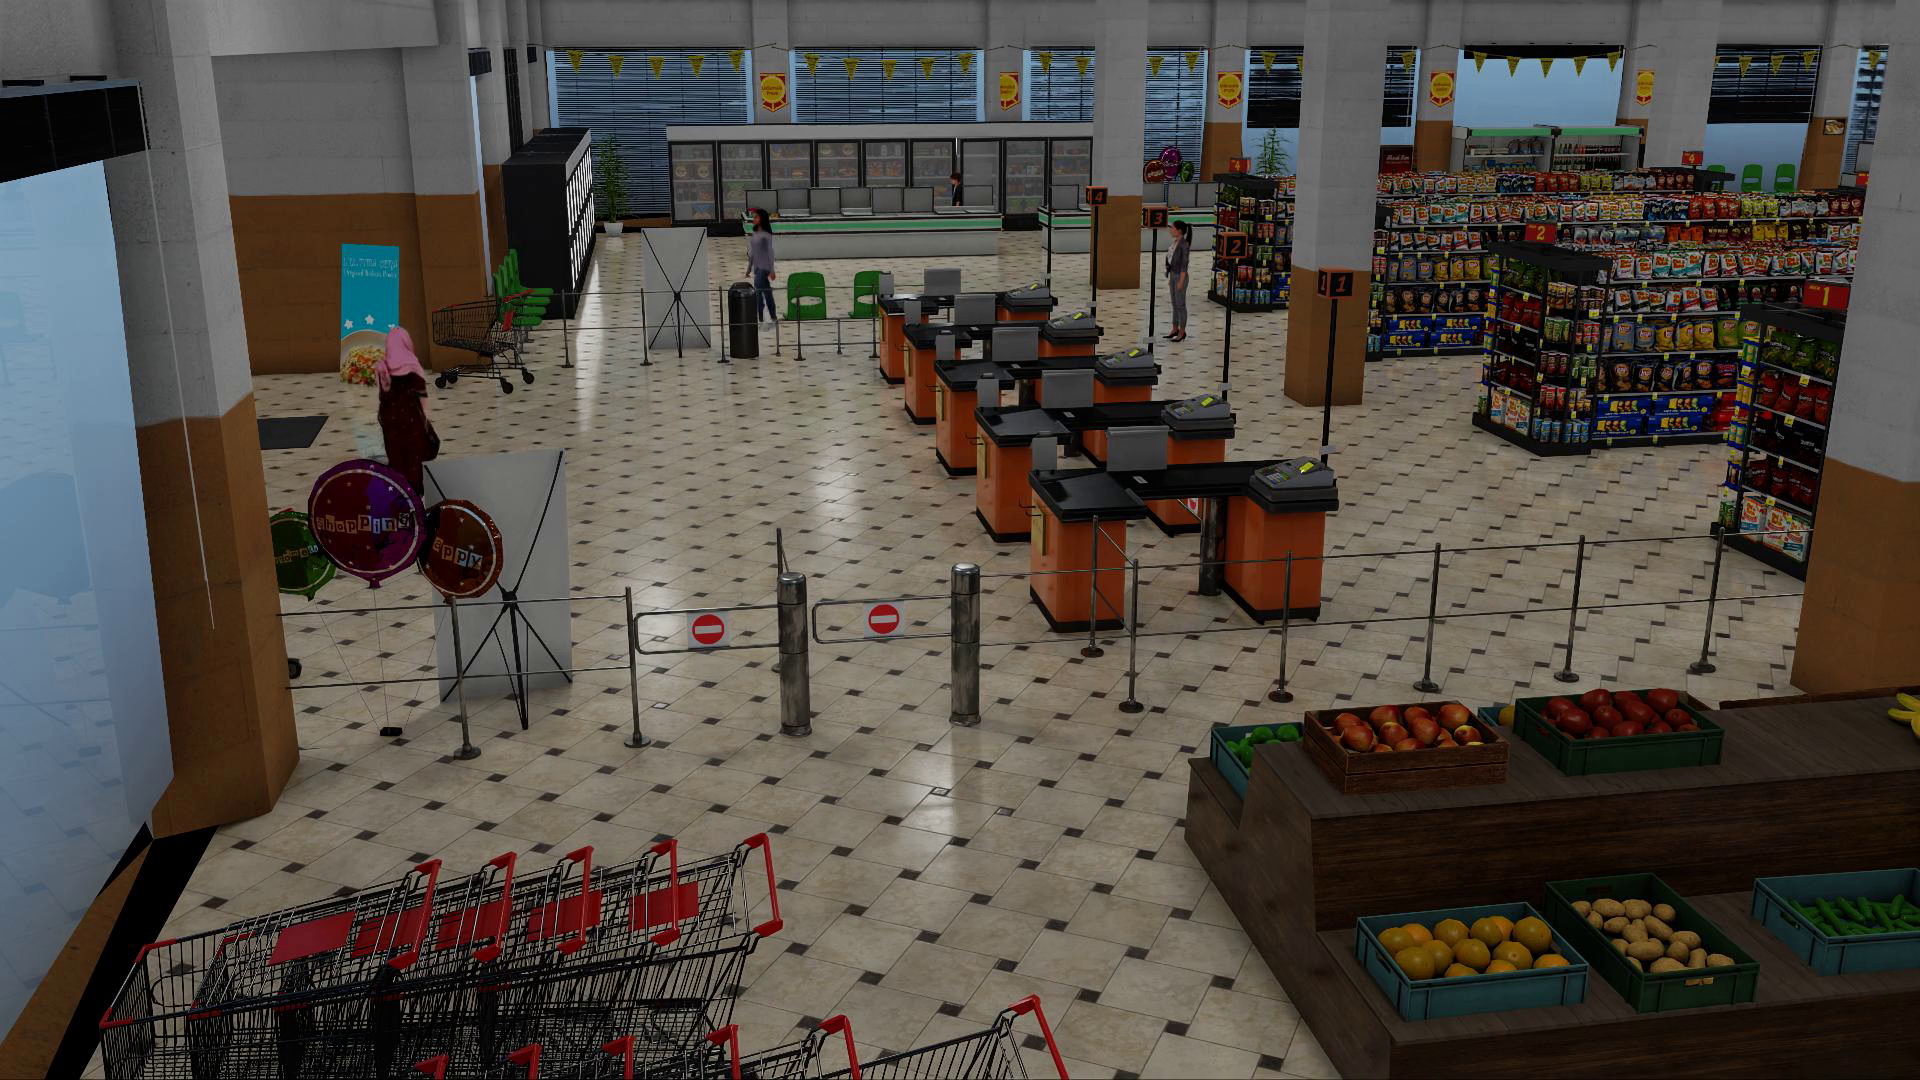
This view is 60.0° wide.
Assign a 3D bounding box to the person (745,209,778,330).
[{"bbox_3d":[-2.771,-3.925,24.139,0.888,1.717,0.778,-10,20,-30],"label":"person"}]

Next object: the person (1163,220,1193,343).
[{"bbox_3d":[3.053,-3.616,23.185,0.588,1.679,0.620,-4,17,-13],"label":"person"}]

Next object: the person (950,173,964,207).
[{"bbox_3d":[-0.026,-6.785,34.025,0.575,1.445,0.571,0,17,1],"label":"person"}]

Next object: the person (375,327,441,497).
[{"bbox_3d":[-5.024,-1.088,14.929,0.714,1.639,0.799,1,17,3],"label":"person"}]
